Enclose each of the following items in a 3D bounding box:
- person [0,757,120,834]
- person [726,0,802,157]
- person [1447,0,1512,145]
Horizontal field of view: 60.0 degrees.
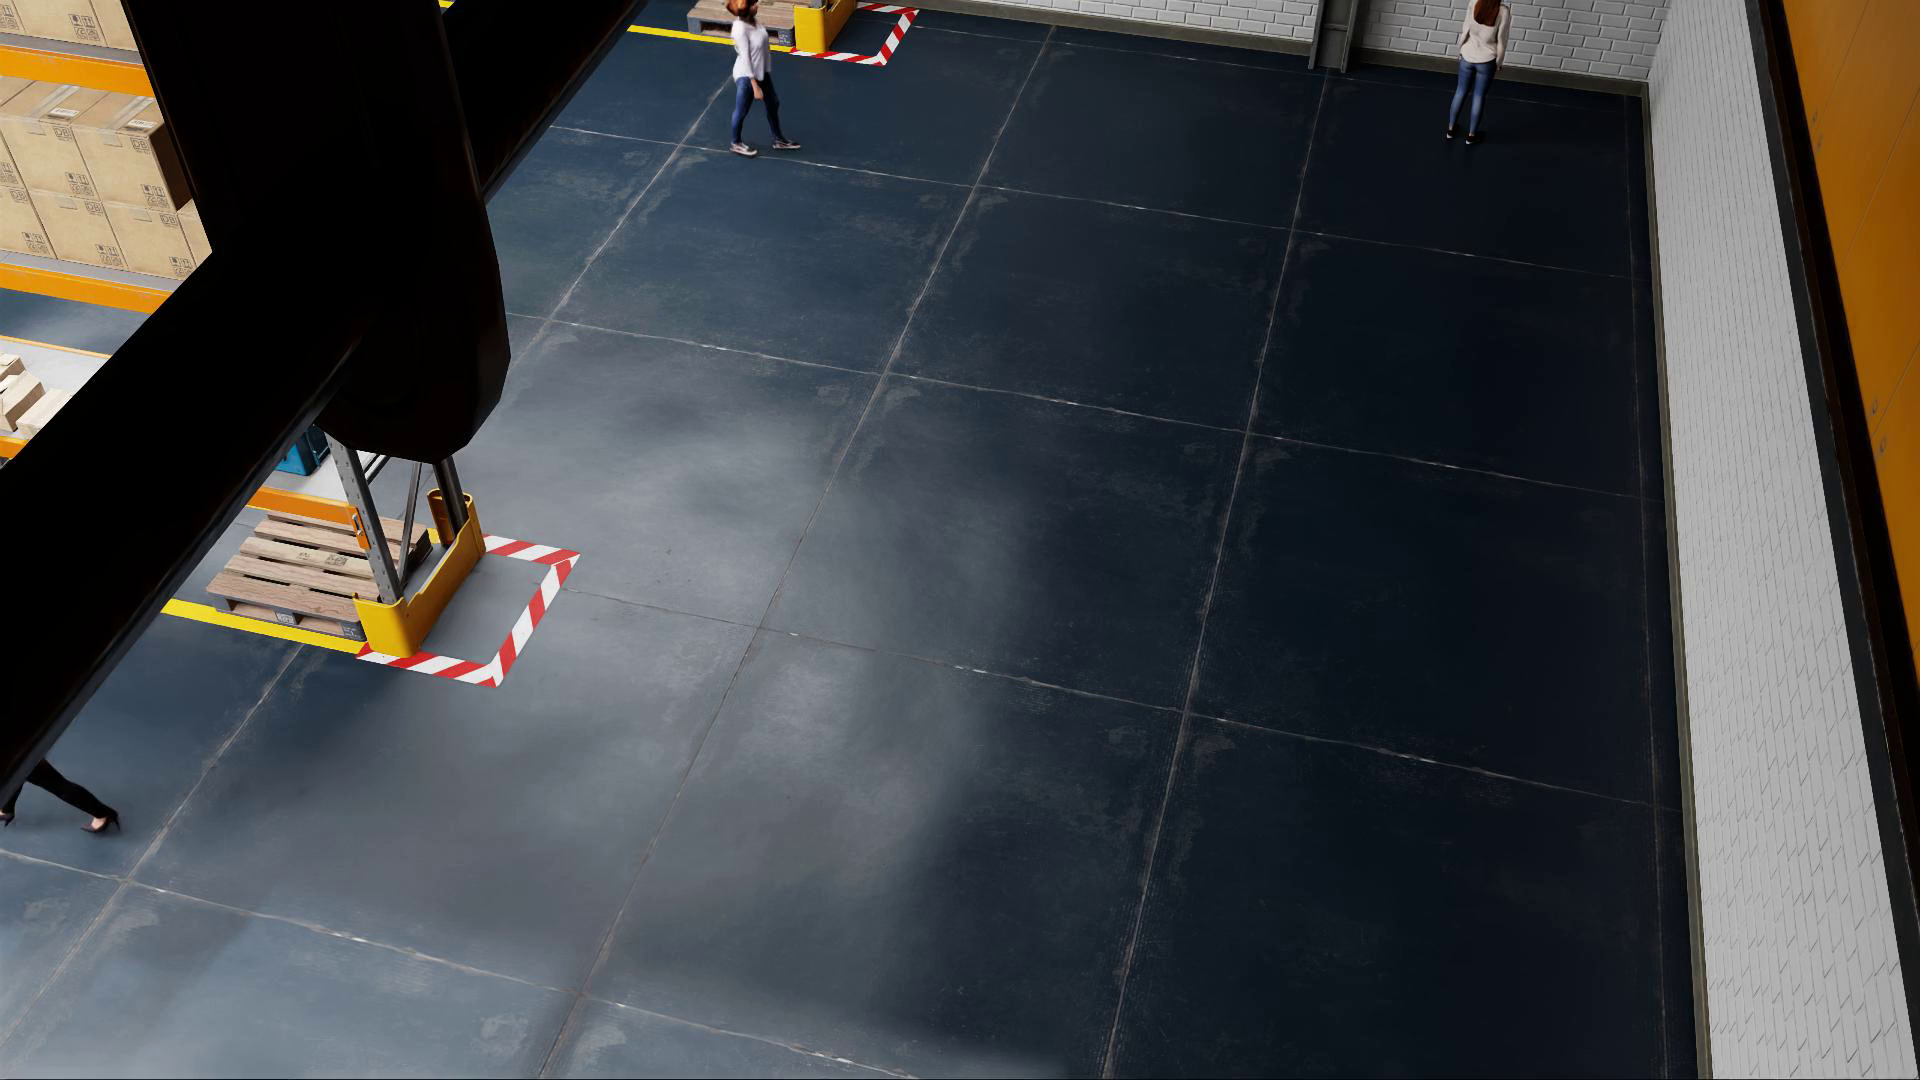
[{"bbox_3d":[-5.460,1.193,9.763,1.195,1.738,0.895,-4,44,-4],"label":"person"},{"bbox_3d":[-2.067,-4.409,15.680,0.897,1.688,0.657,14,45,14],"label":"person"},{"bbox_3d":[4.966,-4.601,15.878,0.628,1.692,0.756,30,51,28],"label":"person"}]
